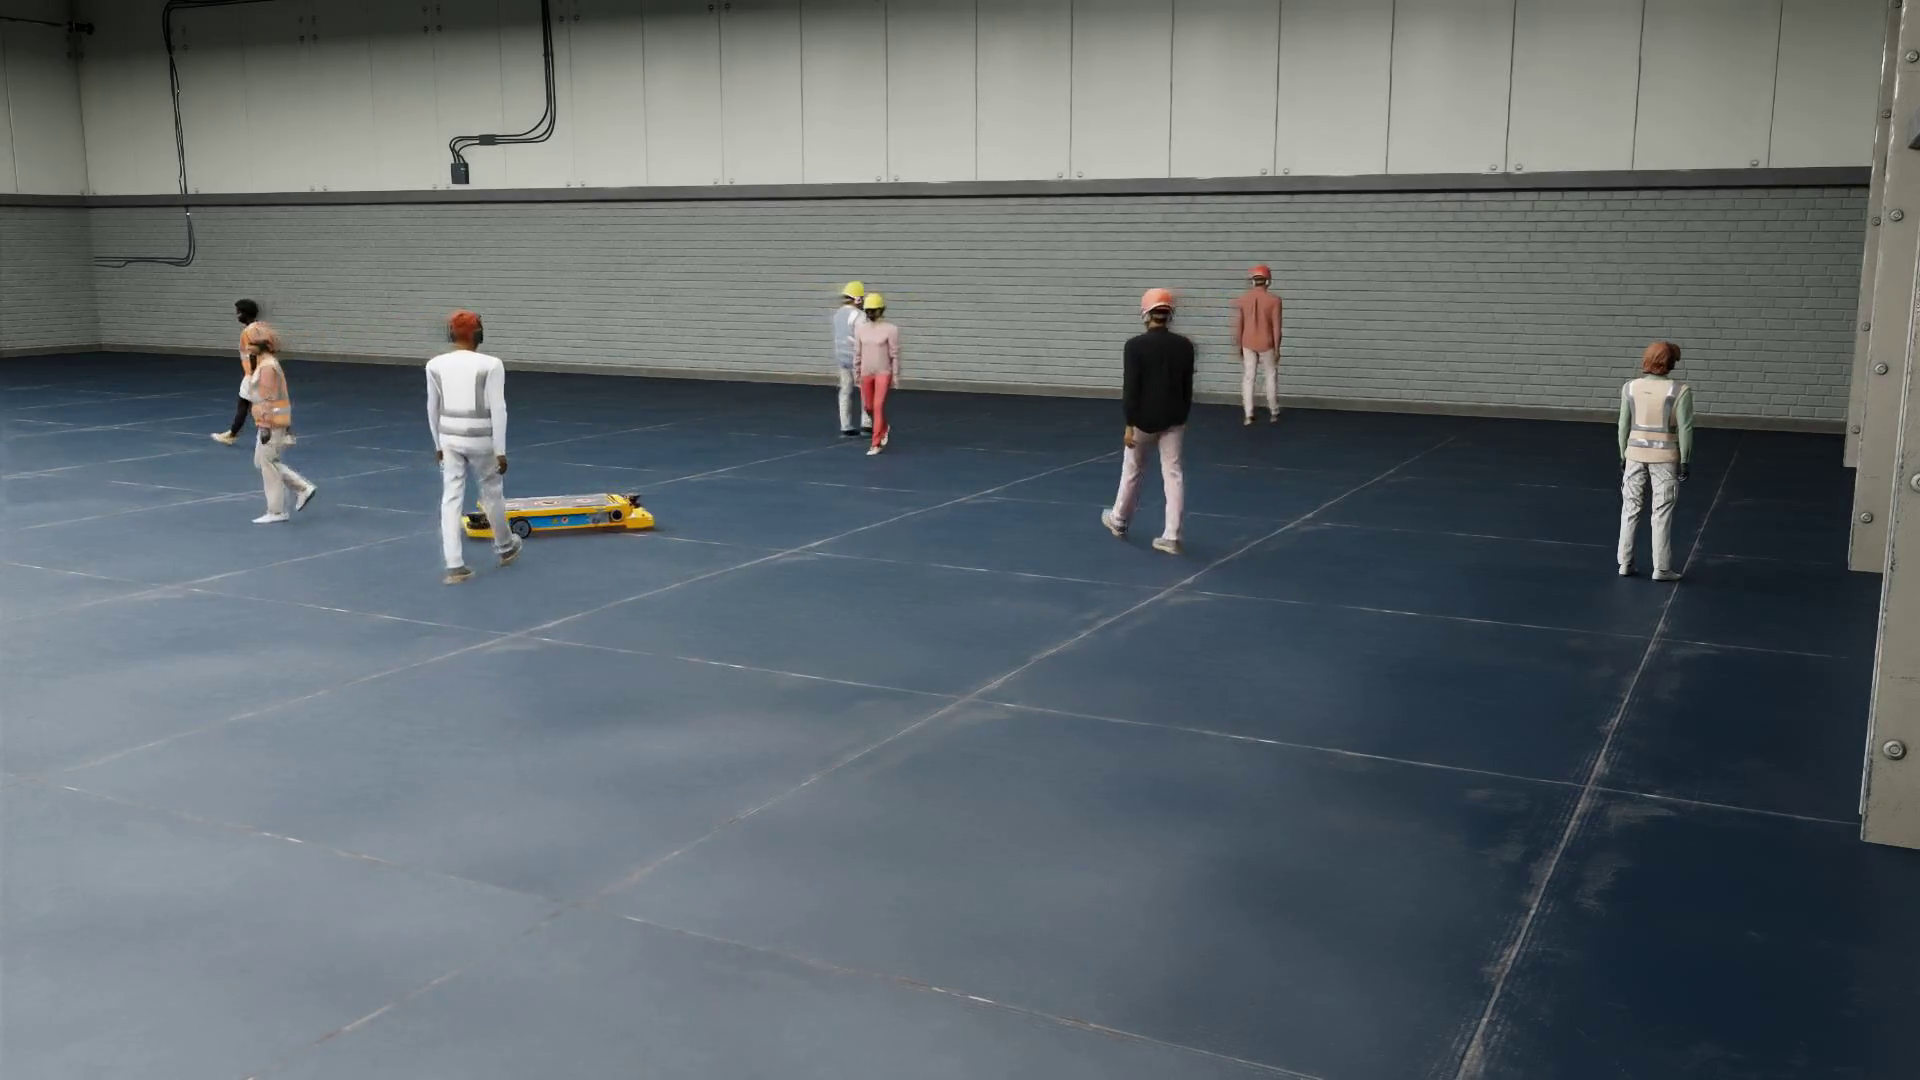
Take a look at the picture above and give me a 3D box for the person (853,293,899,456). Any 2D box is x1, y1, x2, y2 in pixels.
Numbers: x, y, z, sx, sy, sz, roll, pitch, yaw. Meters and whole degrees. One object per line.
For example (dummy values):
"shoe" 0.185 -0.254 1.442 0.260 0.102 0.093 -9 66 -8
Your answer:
"person" -0.885 -1.813 18.062 0.532 1.746 0.740 4 11 23

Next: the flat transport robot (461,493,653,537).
"flat transport robot" -3.233 -0.209 13.314 1.431 0.197 0.652 -4 11 -21

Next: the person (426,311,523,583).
"person" -3.377 -0.666 11.537 0.606 1.829 0.969 1 10 8

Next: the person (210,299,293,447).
"person" -7.846 -1.830 18.379 0.881 1.646 0.537 0 10 0

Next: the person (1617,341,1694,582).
"person" 4.731 -0.534 11.349 0.308 1.641 0.515 -9 14 -41

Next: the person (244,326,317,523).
"person" -5.604 -0.947 13.649 0.441 1.621 0.535 -4 11 -21

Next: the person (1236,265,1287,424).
"person" 3.801 -2.447 20.870 0.650 1.965 0.810 7 12 33

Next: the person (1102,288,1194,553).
"person" 1.438 -0.918 12.614 0.635 1.941 0.996 -4 11 -19

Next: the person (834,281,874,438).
"person" -1.148 -2.089 19.336 0.610 1.815 0.620 -8 13 -37
